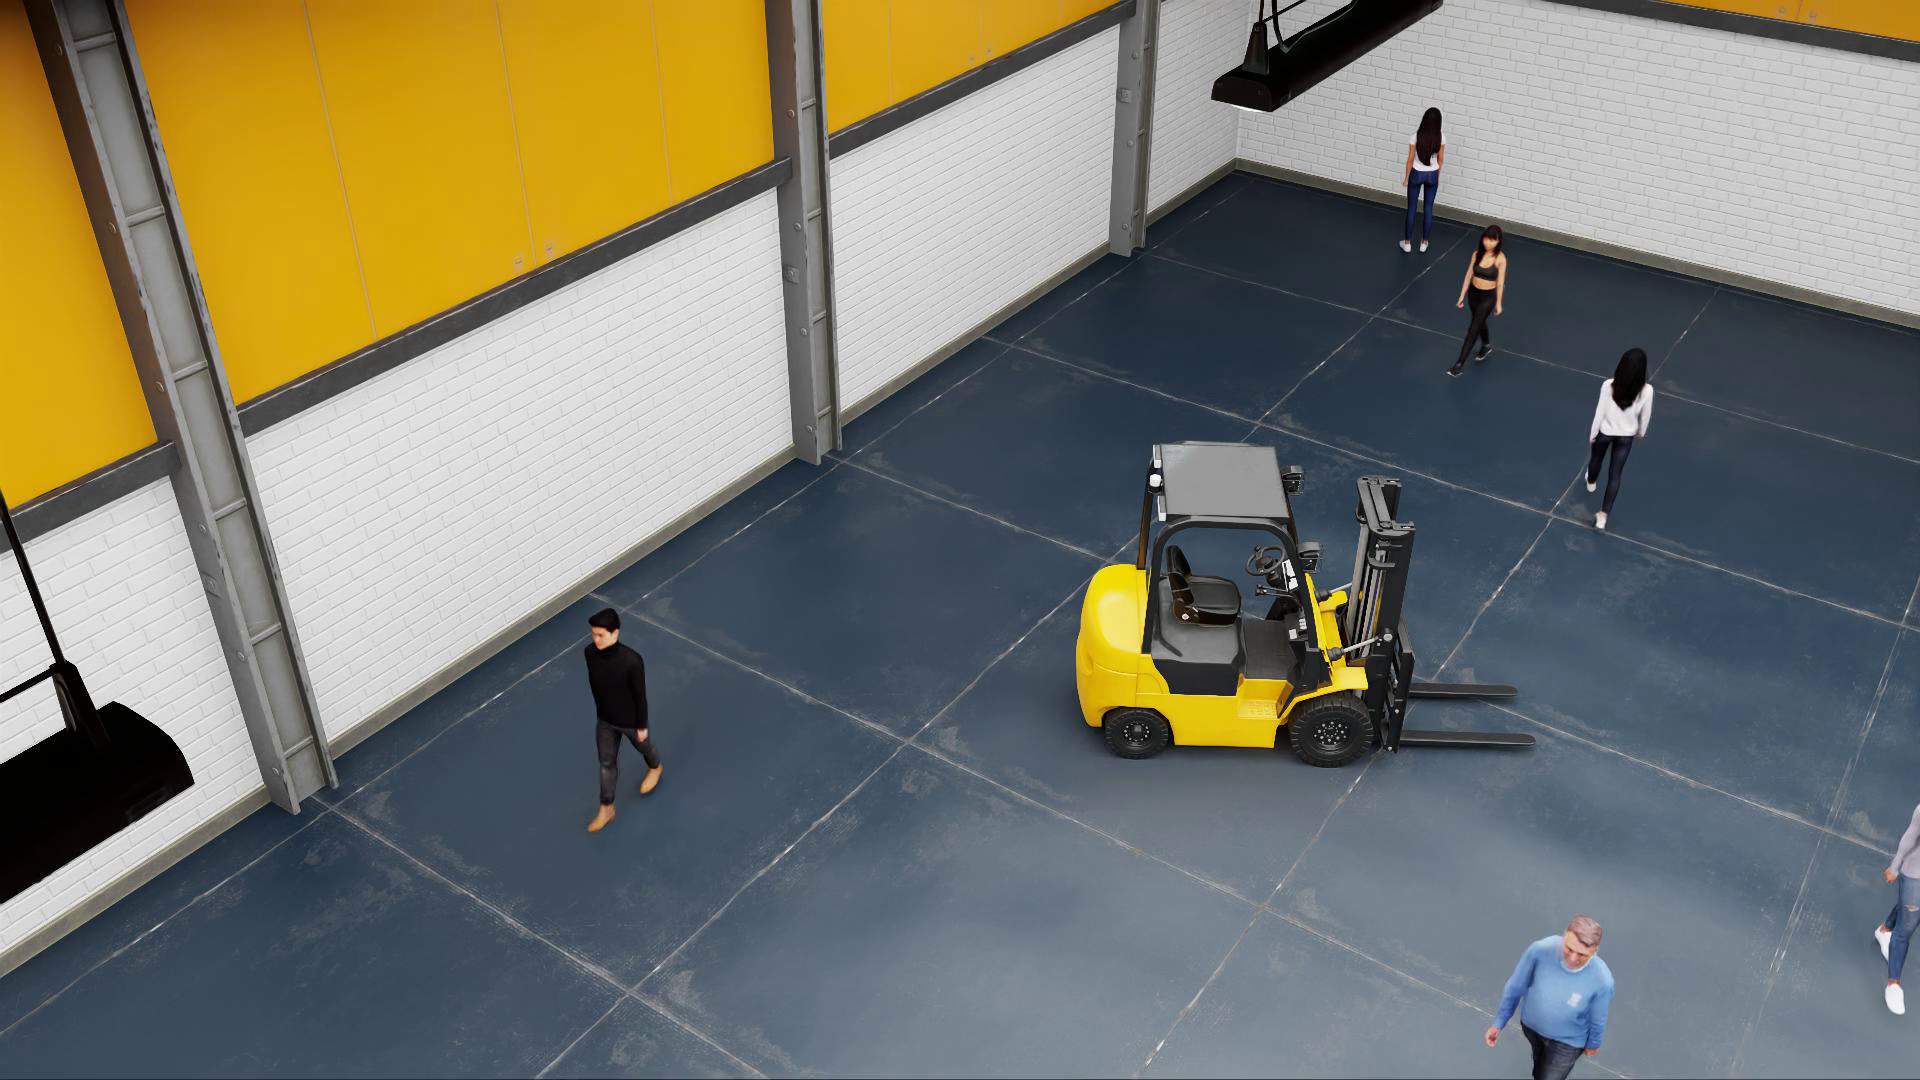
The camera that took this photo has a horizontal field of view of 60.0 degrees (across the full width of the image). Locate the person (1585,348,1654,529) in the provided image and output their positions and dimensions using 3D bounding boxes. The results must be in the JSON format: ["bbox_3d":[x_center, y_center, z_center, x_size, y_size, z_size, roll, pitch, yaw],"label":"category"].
[{"bbox_3d":[5.879,-0.887,14.902,0.902,1.648,1.200,8,35,12],"label":"person"}]

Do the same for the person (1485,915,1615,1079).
[{"bbox_3d":[3.397,2.704,9.407,1.199,1.750,0.827,-26,42,-34],"label":"person"}]

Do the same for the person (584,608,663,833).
[{"bbox_3d":[-2.349,1.183,11.756,0.812,1.682,1.122,13,36,19],"label":"person"}]

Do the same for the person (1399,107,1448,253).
[{"bbox_3d":[5.559,-4.318,19.950,0.667,1.774,0.671,3,34,5],"label":"person"}]

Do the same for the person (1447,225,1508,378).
[{"bbox_3d":[5.512,-2.546,17.438,1.138,1.603,0.721,-28,43,-36],"label":"person"}]

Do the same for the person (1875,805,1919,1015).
[{"bbox_3d":[6.076,2.034,10.458,0.919,1.703,1.133,4,34,7],"label":"person"}]
